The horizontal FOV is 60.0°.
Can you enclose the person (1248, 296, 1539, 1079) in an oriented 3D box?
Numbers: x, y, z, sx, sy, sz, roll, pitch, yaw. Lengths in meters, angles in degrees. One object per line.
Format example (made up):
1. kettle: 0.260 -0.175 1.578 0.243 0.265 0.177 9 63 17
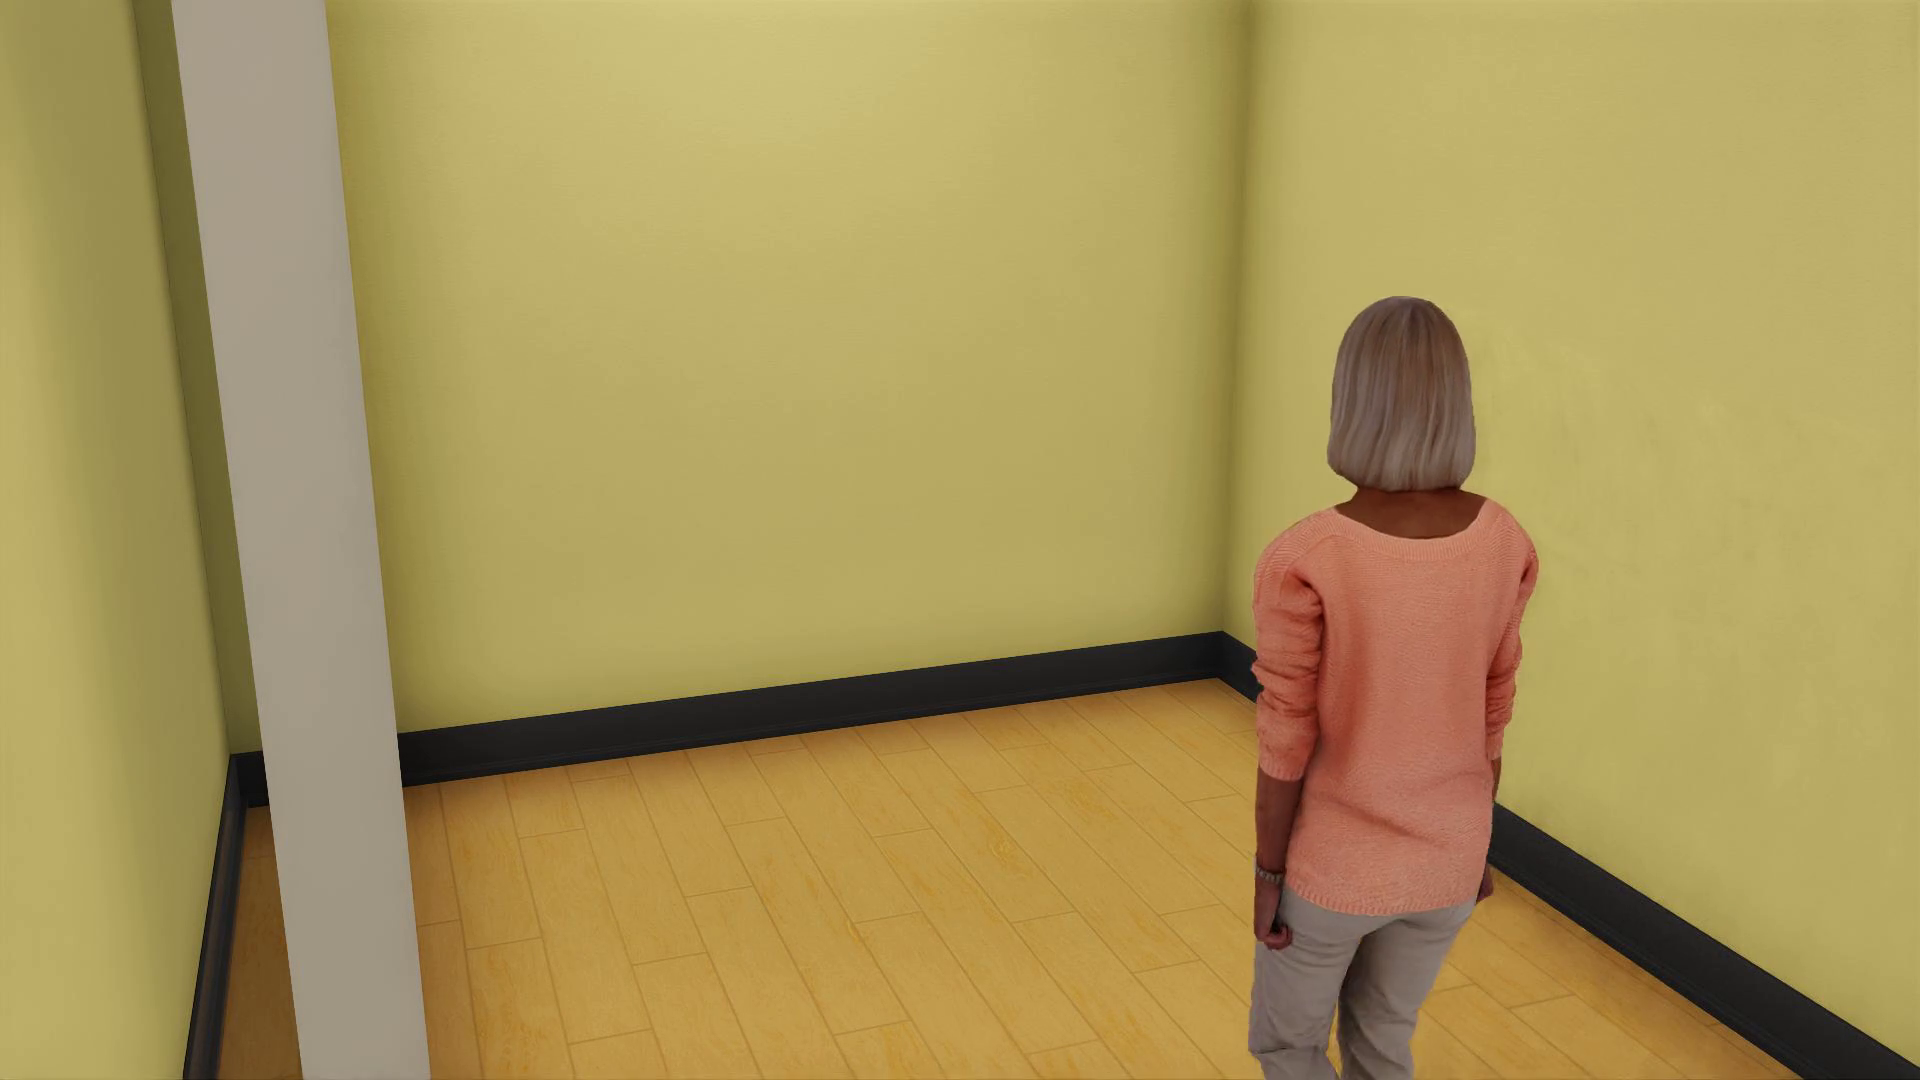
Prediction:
1. person: 0.666 0.506 2.521 0.806 1.714 0.726 -3 16 -11
